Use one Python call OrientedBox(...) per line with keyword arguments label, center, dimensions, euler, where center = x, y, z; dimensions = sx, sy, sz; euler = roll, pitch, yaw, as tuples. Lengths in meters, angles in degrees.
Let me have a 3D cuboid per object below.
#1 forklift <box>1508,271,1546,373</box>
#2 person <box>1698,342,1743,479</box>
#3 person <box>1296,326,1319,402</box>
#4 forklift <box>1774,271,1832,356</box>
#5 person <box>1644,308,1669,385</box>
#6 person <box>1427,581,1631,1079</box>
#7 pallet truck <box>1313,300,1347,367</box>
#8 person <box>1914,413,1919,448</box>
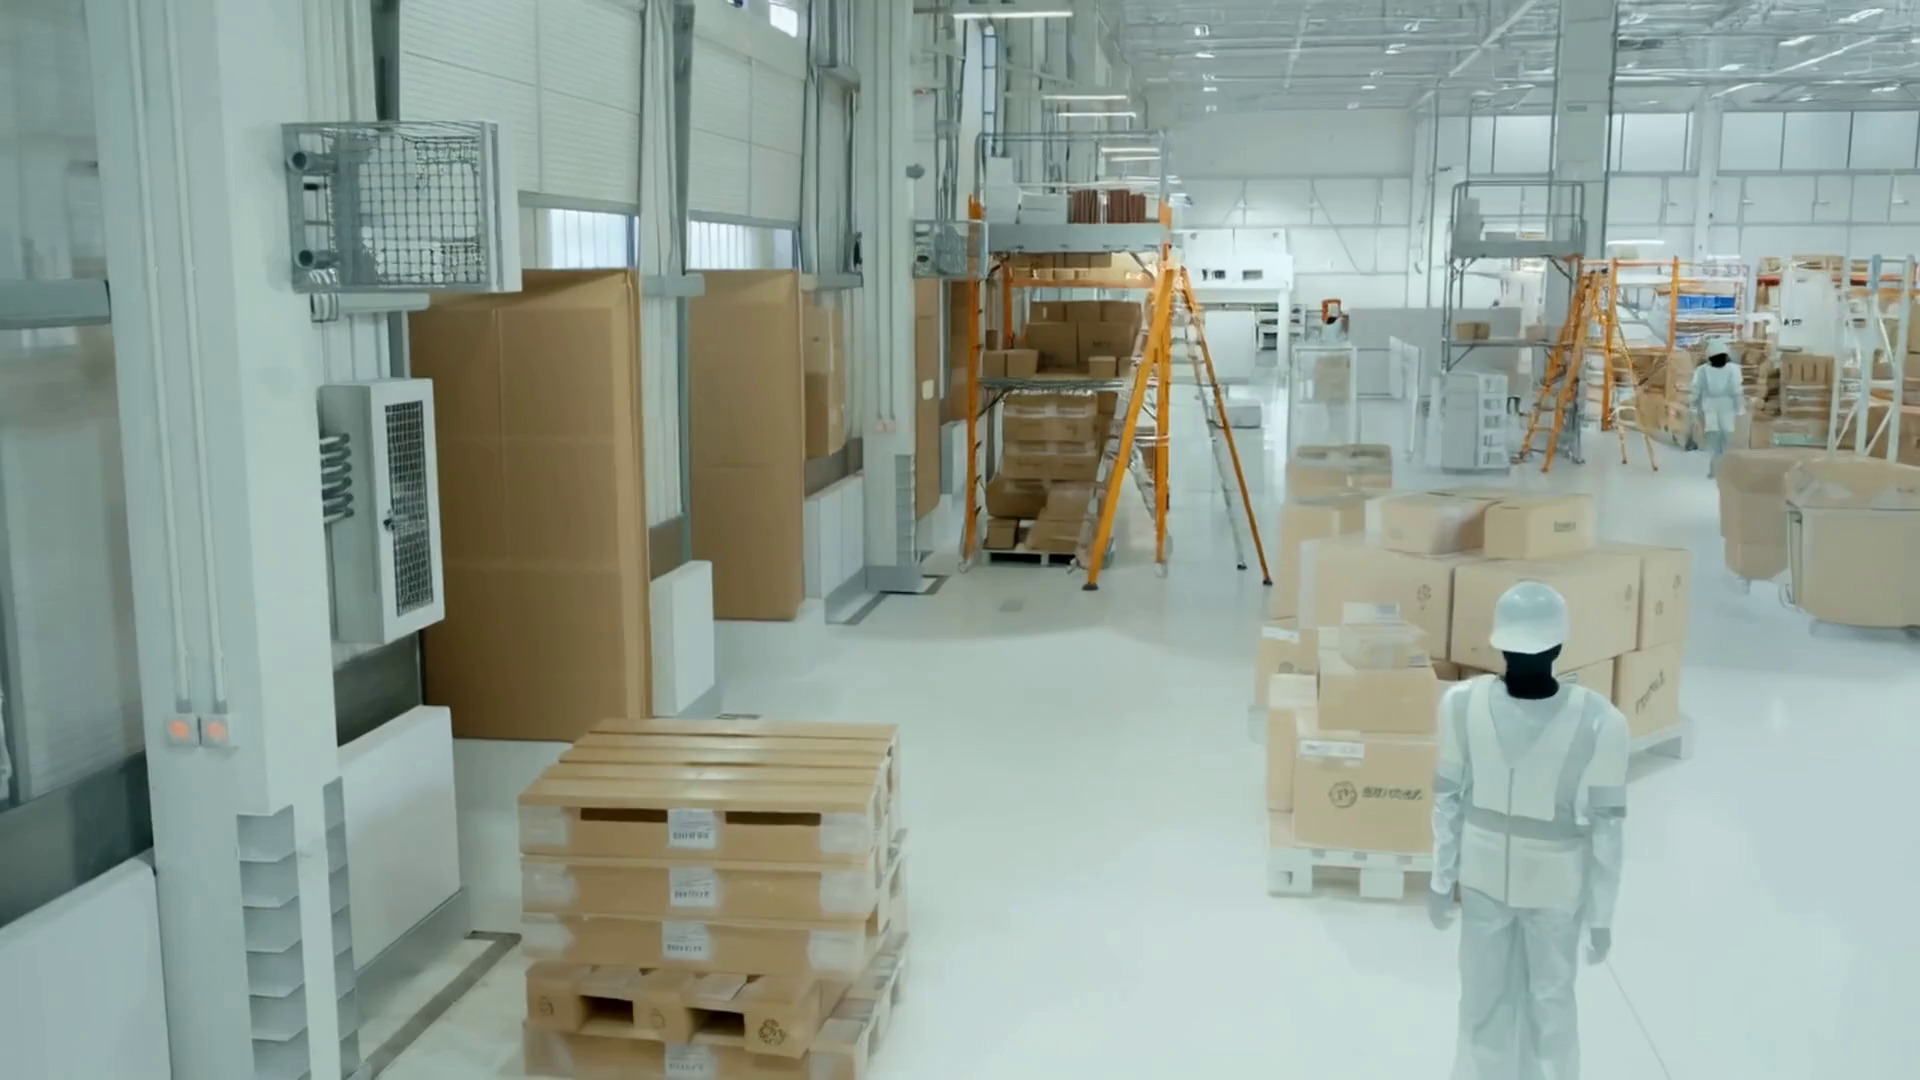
OrientedBox(label="forklift", center=(15.391, -5.969, 45.581), dimensions=(1.873, 2.768, 1.129), euler=(-3, 10, -17))
OrientedBox(label="person", center=(10.539, -1.807, 23.026), dimensions=(0.624, 1.881, 0.936), euler=(7, 11, 35))
OrientedBox(label="person", center=(7.267, -3.643, 34.869), dimensions=(0.317, 1.697, 0.540), euler=(-9, 13, -44))
OrientedBox(label="forklift", center=(19.697, -4.806, 38.408), dimensions=(1.873, 2.768, 1.129), euler=(1, 9, 9))
OrientedBox(label="person", center=(17.308, -4.789, 41.235), dimensions=(0.614, 1.926, 0.641), euler=(-2, 9, -12))
OrientedBox(label="person", center=(1.740, 1.066, 5.160), dimensions=(0.591, 1.918, 0.395), euler=(7, 12, 37))
OrientedBox(label="pallet truck", center=(11.159, -6.200, 49.718), dimensions=(0.823, 1.965, 1.885), euler=(4, 10, 26))
OrientedBox(label="person", center=(15.608, -2.342, 26.726), dimensions=(0.319, 1.739, 0.485), euler=(9, 13, 44))
